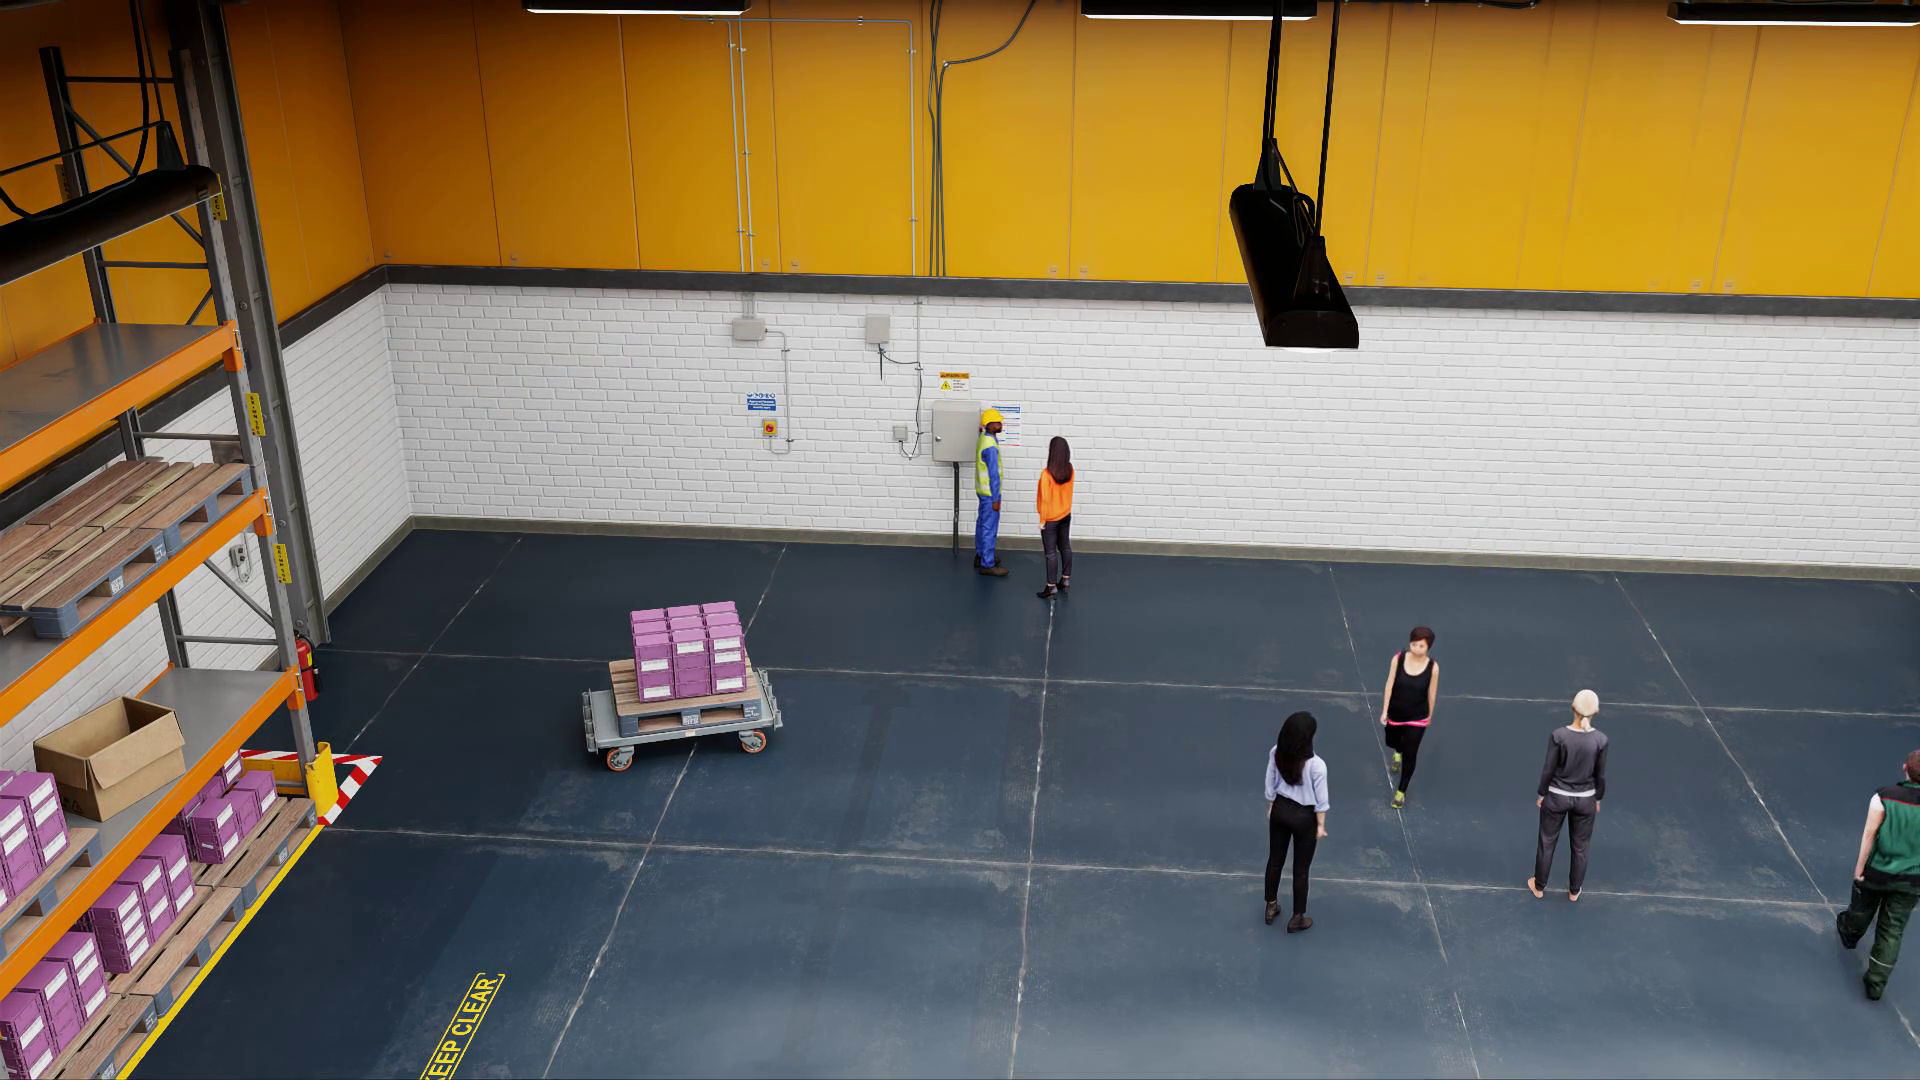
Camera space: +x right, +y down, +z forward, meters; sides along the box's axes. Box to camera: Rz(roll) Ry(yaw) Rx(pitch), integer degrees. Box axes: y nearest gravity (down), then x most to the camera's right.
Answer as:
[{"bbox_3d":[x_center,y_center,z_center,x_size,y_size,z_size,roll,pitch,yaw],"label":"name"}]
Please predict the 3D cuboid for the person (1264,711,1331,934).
[{"bbox_3d":[2.373,1.998,11.854,0.728,1.743,0.753,20,30,38],"label":"person"}]

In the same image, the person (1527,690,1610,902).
[{"bbox_3d":[4.473,1.863,12.184,0.636,1.726,0.552,5,24,11],"label":"person"}]

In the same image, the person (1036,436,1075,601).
[{"bbox_3d":[0.980,-0.236,16.959,0.768,1.748,0.687,21,31,39],"label":"person"}]

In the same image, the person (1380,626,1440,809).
[{"bbox_3d":[3.658,1.369,13.558,0.770,1.531,1.033,11,26,23],"label":"person"}]

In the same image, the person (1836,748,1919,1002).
[{"bbox_3d":[6.276,2.262,11.169,0.825,1.809,1.104,8,25,17],"label":"person"}]

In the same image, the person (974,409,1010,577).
[{"bbox_3d":[0.315,-0.528,17.547,0.771,1.813,0.587,-3,24,-8],"label":"person"}]
